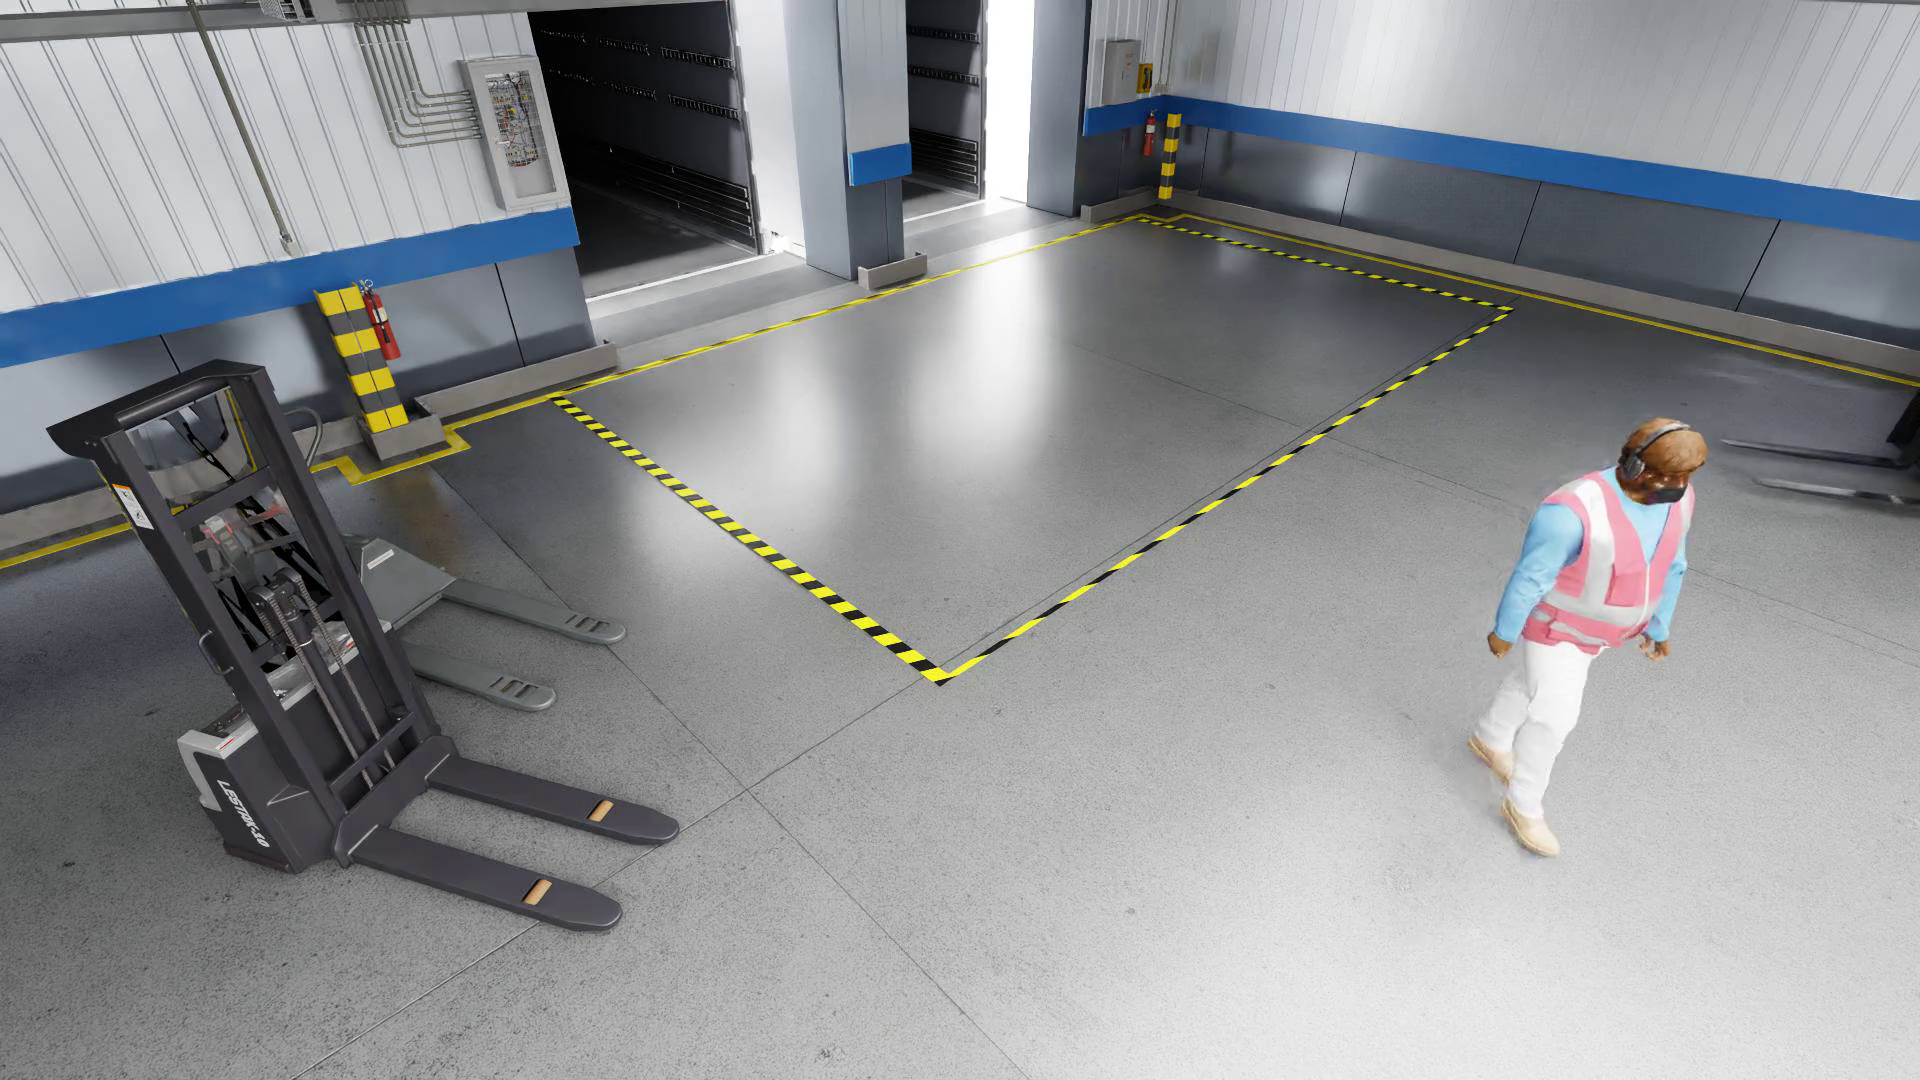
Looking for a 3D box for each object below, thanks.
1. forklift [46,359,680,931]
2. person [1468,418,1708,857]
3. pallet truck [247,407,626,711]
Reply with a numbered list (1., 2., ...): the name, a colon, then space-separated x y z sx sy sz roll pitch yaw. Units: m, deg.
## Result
1. forklift: -2.135 0.422 3.354 1.885 1.965 0.823 10 35 14
2. person: 2.470 0.389 3.551 0.643 1.819 0.644 -11 36 -16
3. pallet truck: -2.628 0.038 4.590 1.601 1.201 0.680 12 36 18
